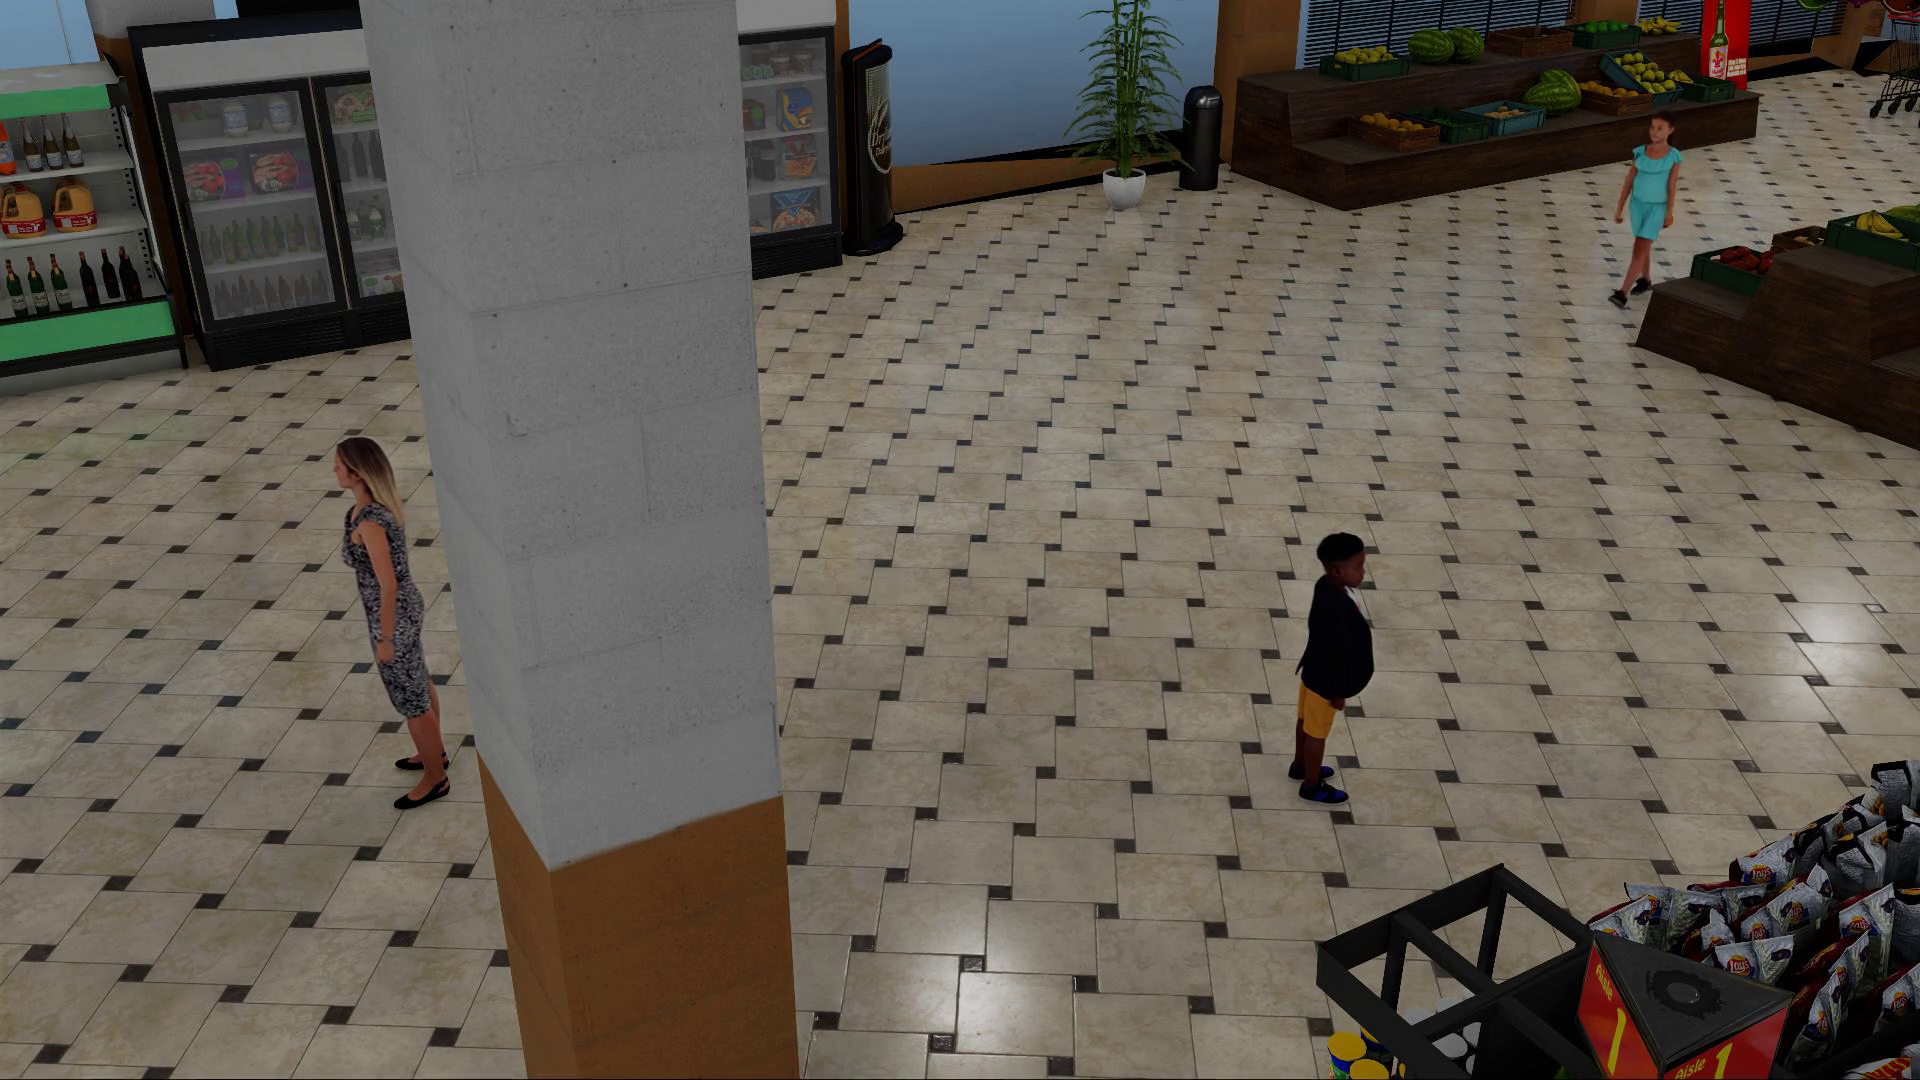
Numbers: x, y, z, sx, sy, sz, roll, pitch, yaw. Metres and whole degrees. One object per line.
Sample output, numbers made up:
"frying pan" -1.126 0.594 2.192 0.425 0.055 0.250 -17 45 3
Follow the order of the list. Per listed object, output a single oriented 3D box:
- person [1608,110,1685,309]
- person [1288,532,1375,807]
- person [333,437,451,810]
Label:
"person" 5.473 -2.614 13.149 1.082 1.514 0.701 -22 34 -37
"person" 1.575 0.546 7.190 0.641 1.267 0.603 -1 27 -2
"person" -2.405 0.346 7.104 0.589 1.703 0.627 -6 27 -11
